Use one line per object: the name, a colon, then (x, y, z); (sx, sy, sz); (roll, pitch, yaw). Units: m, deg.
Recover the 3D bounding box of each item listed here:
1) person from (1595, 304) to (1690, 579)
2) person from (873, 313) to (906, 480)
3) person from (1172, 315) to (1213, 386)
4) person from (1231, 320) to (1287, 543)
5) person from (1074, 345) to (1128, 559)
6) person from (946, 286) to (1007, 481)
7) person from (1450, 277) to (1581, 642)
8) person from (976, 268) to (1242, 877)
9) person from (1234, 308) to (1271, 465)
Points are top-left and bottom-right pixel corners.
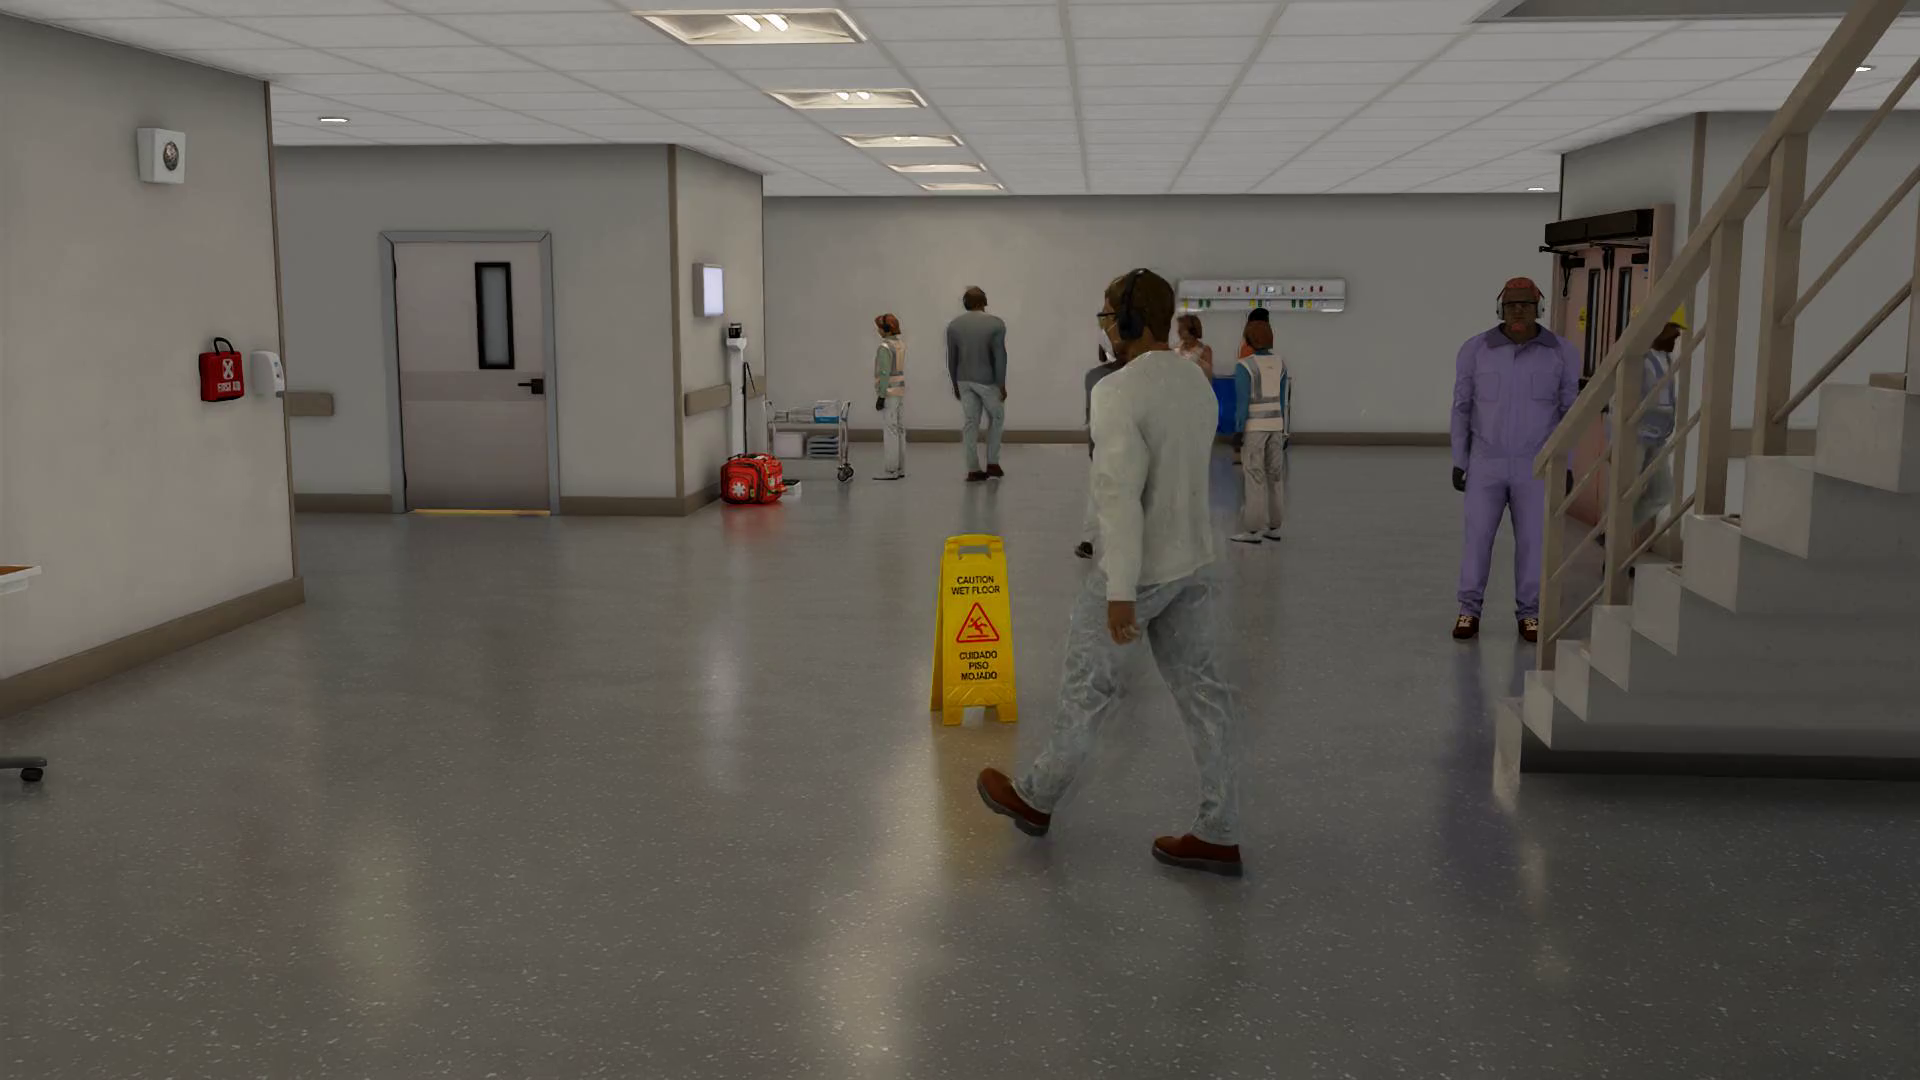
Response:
person: (4.393, -0.652, 10.697); (0.673, 1.800, 0.453); (-8, 12, -43)
person: (-0.687, -1.410, 16.409); (0.308, 1.639, 0.511); (3, 9, 17)
person: (2.142, -1.276, 15.509); (0.313, 1.636, 0.517); (-6, 10, -37)
person: (2.199, -0.793, 12.226); (0.514, 1.636, 0.315); (-7, 11, -38)
person: (1.046, -0.644, 11.343); (0.508, 1.595, 0.841); (3, 9, 22)
person: (0.214, -1.531, 16.339); (0.666, 1.901, 0.632); (4, 9, 26)
person: (2.902, -0.415, 8.736); (0.643, 1.910, 0.400); (3, 9, 17)
person: (0.517, 0.090, 5.344); (0.988, 1.889, 0.659); (7, 11, 39)
person: (3.202, -1.607, 17.592); (0.682, 1.669, 0.541); (4, 9, 26)
